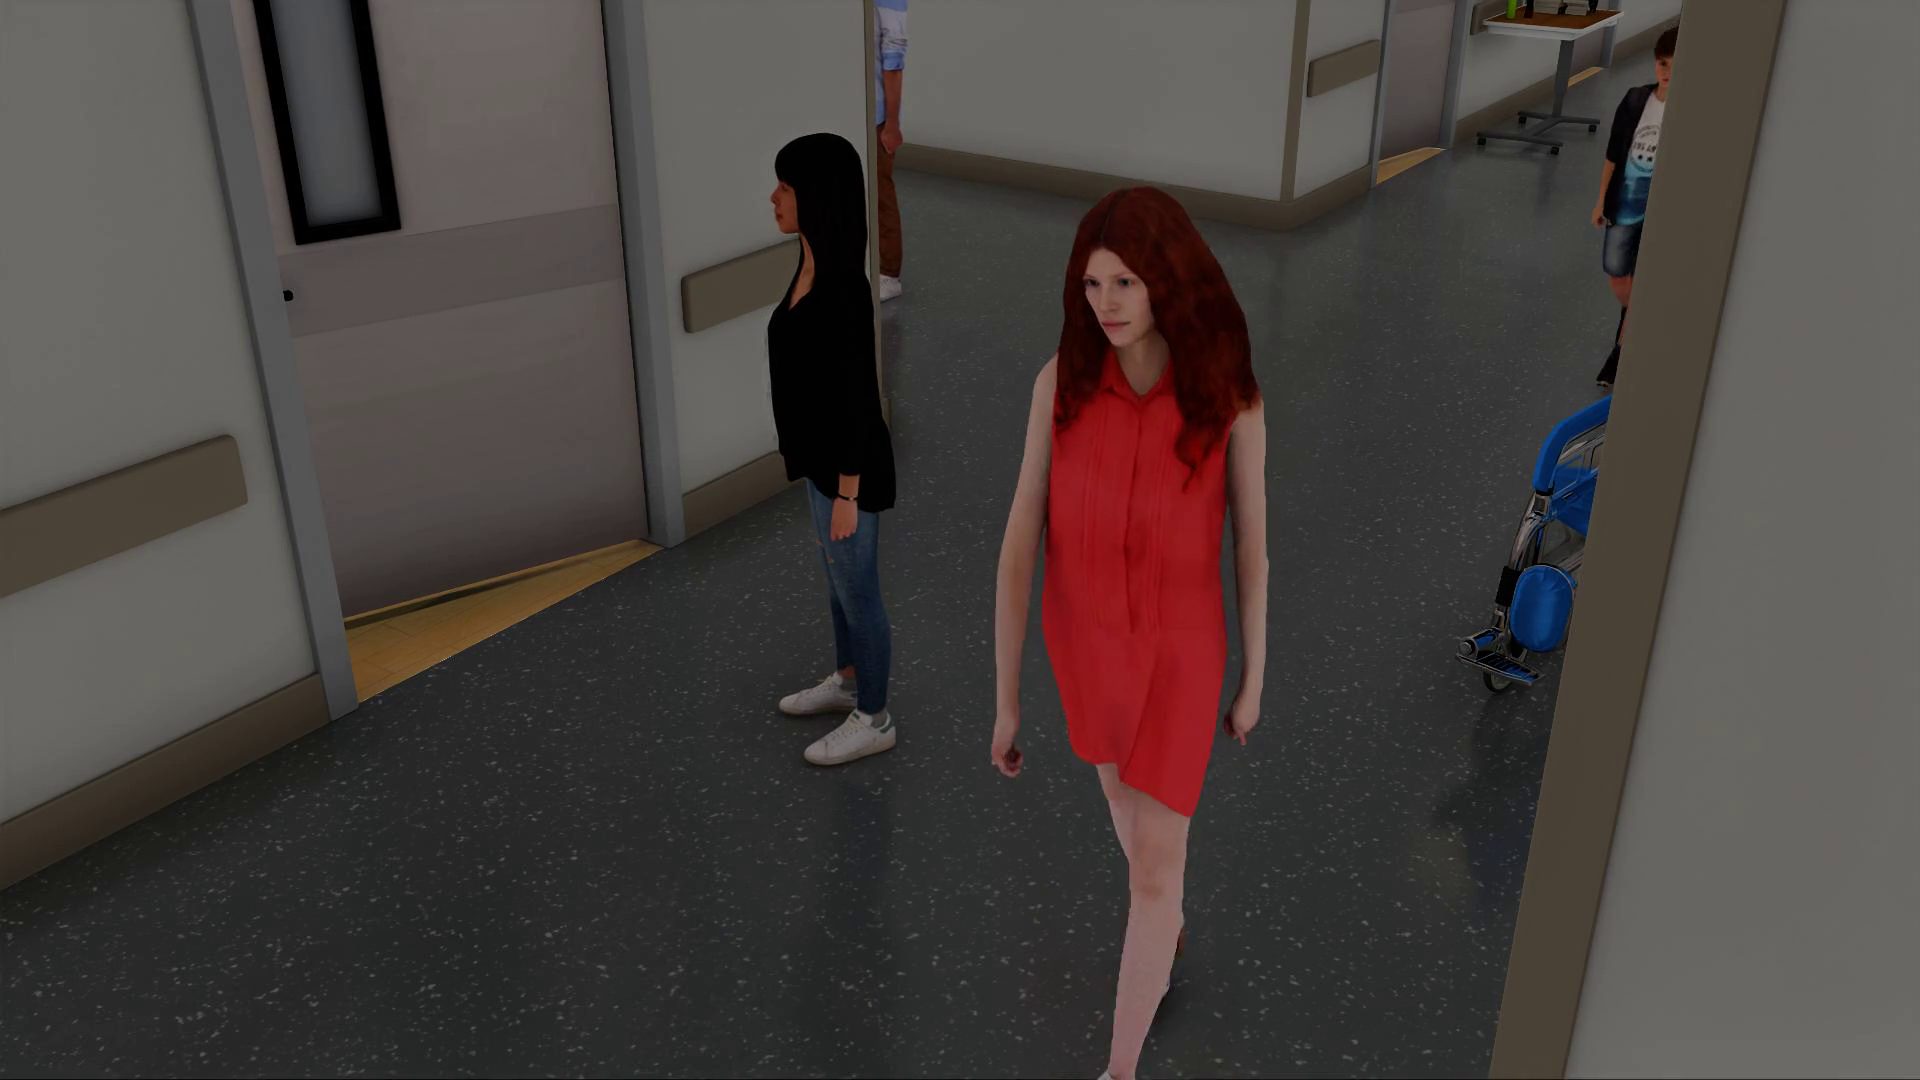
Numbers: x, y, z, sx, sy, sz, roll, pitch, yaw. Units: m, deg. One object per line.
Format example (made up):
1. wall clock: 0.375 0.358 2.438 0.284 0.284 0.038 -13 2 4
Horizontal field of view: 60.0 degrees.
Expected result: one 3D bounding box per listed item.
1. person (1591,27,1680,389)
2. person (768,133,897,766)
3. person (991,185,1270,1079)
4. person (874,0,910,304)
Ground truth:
1. person: 2.868 -1.395 6.940 0.535 1.423 0.947 17 30 31
2. person: -0.301 -0.213 4.231 0.697 1.646 0.653 -7 27 -14
3. person: 0.355 0.219 3.178 0.750 1.782 1.165 10 27 19
4. person: -0.461 -2.047 7.834 0.717 1.821 0.622 23 34 39
